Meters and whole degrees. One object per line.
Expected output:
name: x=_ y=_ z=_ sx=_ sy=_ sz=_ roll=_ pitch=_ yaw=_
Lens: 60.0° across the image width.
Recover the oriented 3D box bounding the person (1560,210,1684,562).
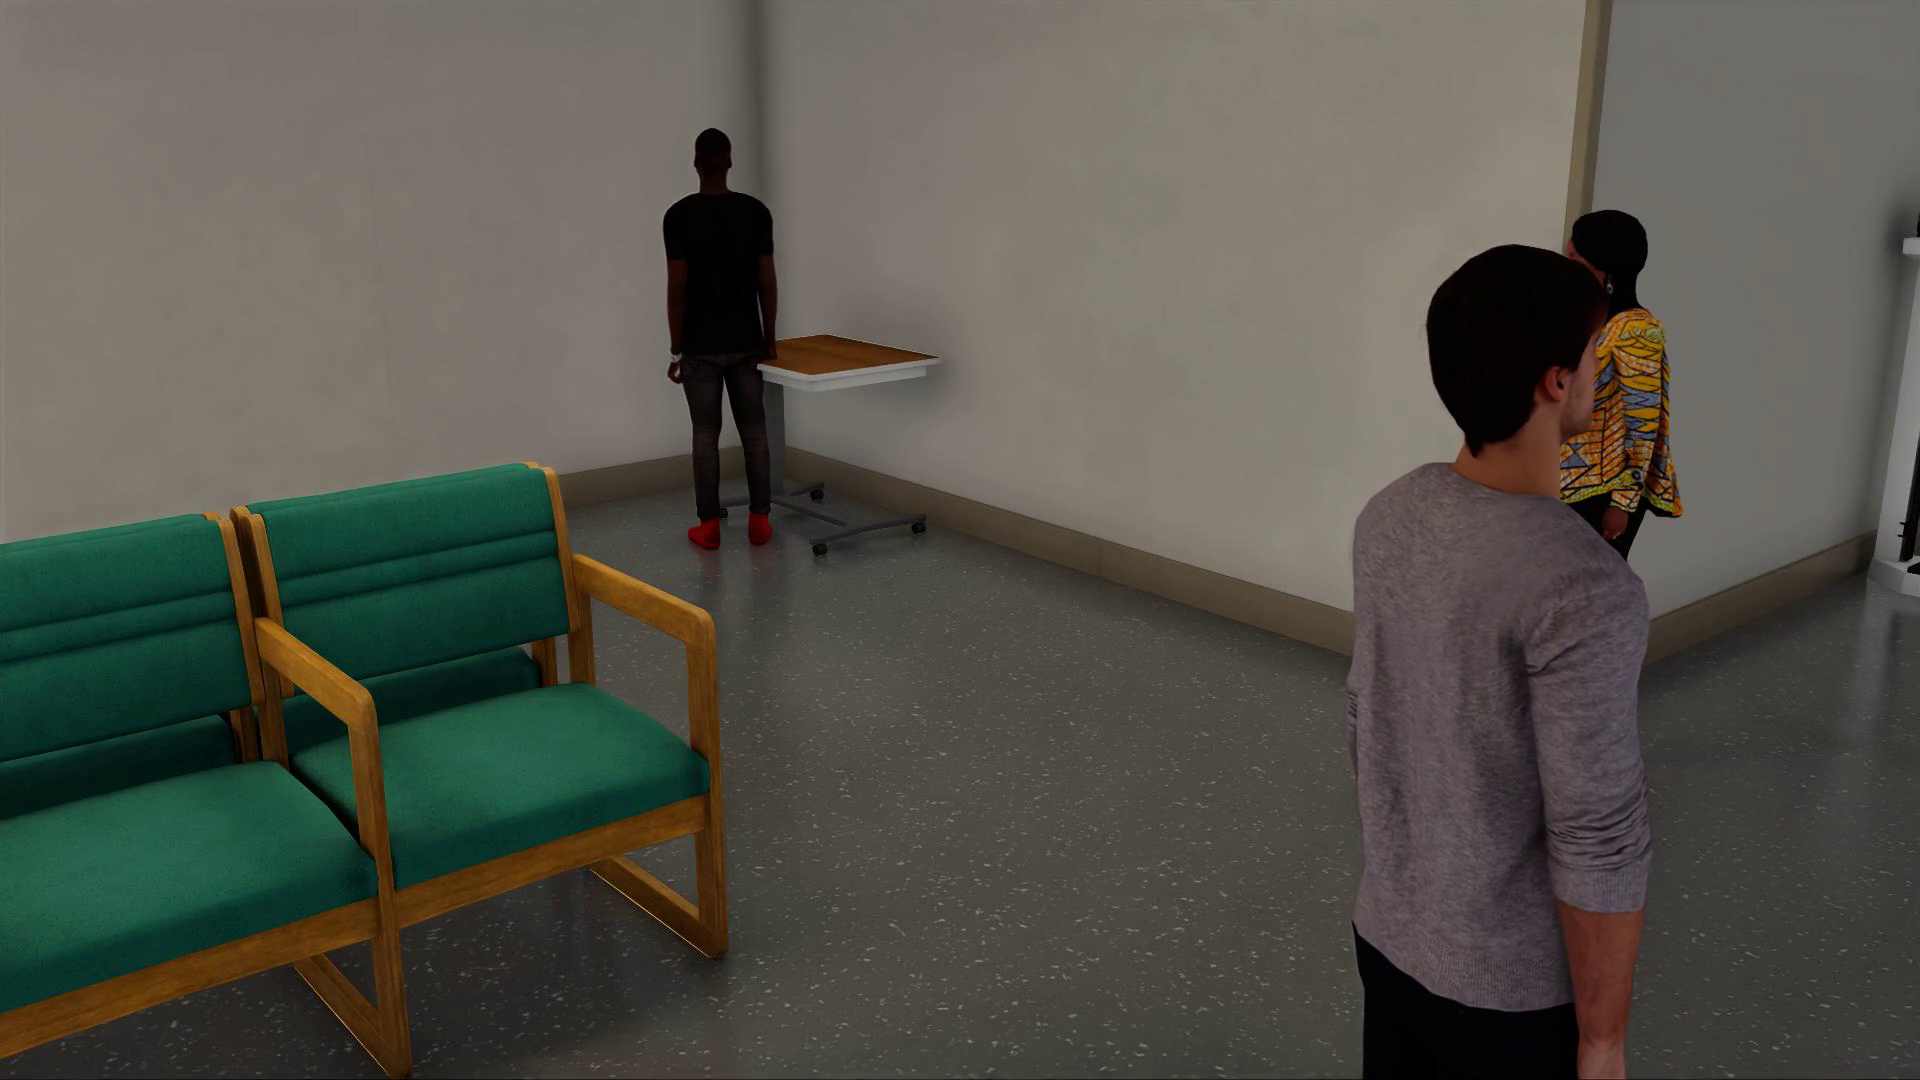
person: x=1.880 y=-0.148 z=4.965 sx=0.932 sy=1.653 sz=0.863 roll=-2 pitch=16 yaw=-7

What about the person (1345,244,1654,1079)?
person: x=0.667 y=0.538 z=2.188 sx=0.786 sy=1.841 sz=0.614 roll=-5 pitch=17 yaw=-19

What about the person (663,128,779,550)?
person: x=-1.031 y=-0.862 z=7.222 sx=0.710 sy=1.805 sz=0.662 roll=-5 pitch=17 yaw=-18
